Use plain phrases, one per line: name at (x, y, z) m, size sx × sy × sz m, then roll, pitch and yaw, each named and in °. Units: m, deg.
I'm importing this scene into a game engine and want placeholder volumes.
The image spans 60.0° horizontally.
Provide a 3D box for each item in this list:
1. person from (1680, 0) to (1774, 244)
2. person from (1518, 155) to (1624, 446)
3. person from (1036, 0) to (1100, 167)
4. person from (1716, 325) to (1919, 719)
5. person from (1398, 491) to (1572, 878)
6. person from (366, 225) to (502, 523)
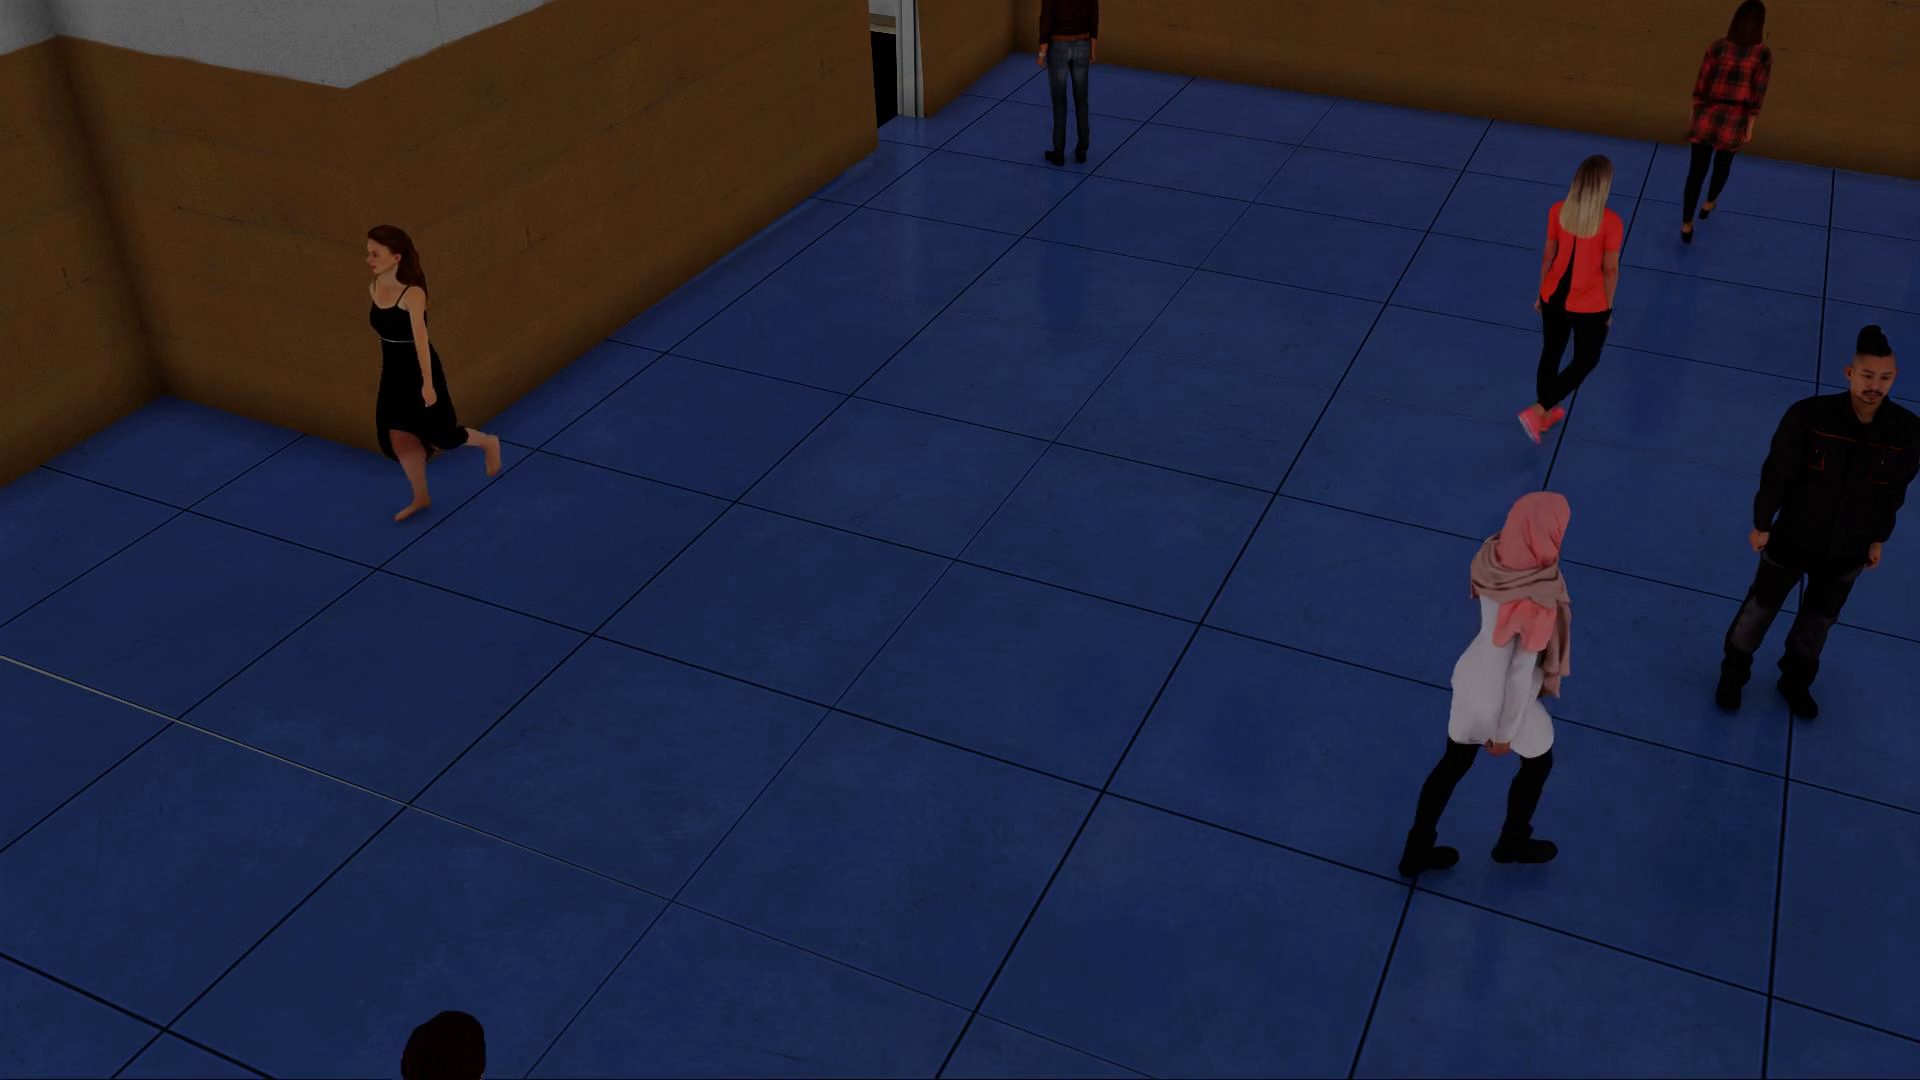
person at (5.292, -2.877, 11.622) m, size 1.028 × 1.659 × 0.741 m, roll 17°, pitch 37°, yaw 24°
person at (3.354, -1.281, 9.201) m, size 0.884 × 1.683 × 0.939 m, roll -26°, pitch 42°, yaw -33°
person at (0.852, -3.795, 12.891) m, size 0.684 × 1.781 × 0.767 m, roll -9°, pitch 35°, yaw -13°
person at (3.723, -0.065, 7.190) m, size 0.655 × 1.861 × 0.882 m, roll 6°, pitch 34°, yaw 9°
person at (1.934, 0.610, 6.270) m, size 1.007 × 1.780 × 0.939 m, roll -11°, pitch 35°, yaw -16°
person at (-2.773, -0.876, 8.664) m, size 0.877 × 1.603 × 0.731 m, roll 22°, pitch 39°, yaw 29°
